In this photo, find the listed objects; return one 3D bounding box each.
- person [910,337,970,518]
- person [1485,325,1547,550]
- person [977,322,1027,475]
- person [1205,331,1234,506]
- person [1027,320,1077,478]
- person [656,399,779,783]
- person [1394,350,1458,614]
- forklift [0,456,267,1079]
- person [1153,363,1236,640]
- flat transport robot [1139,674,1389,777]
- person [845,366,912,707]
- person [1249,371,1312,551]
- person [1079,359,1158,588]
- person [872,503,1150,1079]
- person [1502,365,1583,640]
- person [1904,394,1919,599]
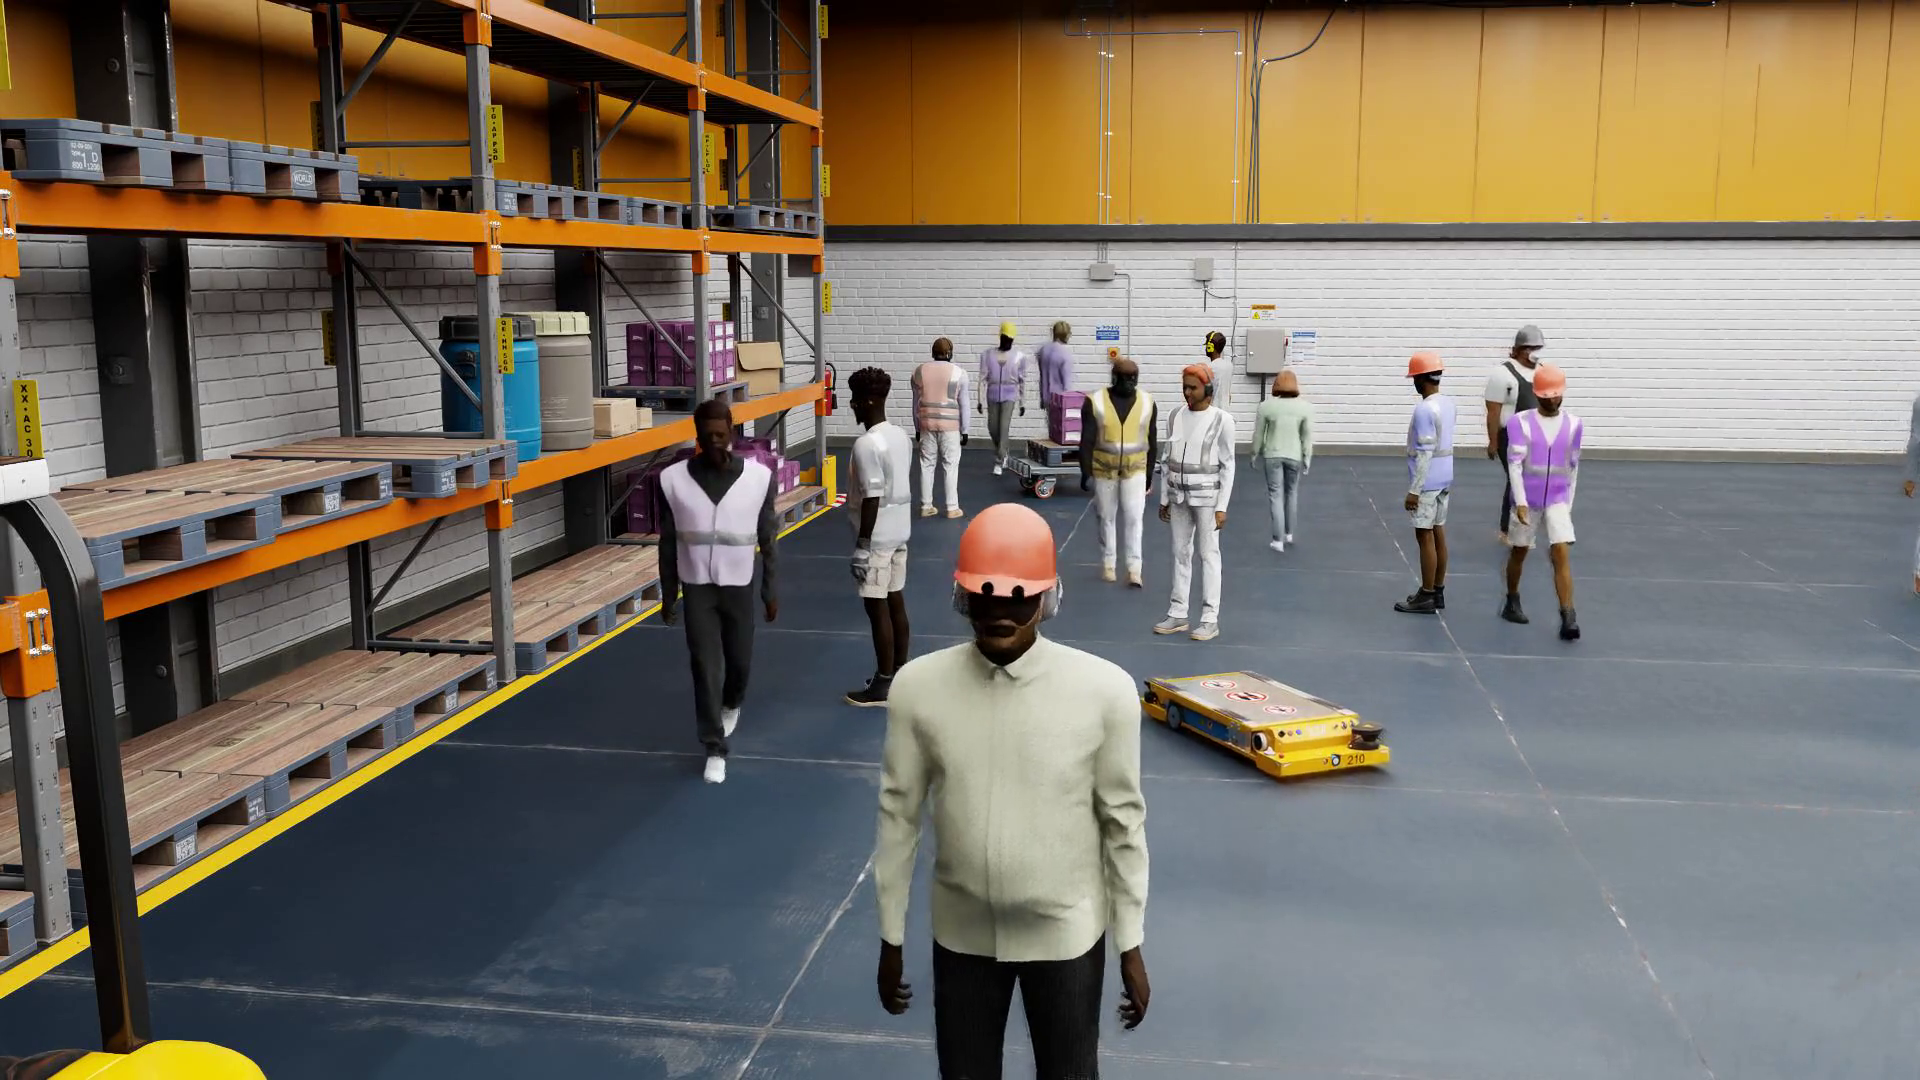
[{"bbox_3d":[-0.187,-1.135,16.908,0.619,1.836,0.431,3,10,18],"label":"person"},{"bbox_3d":[5.138,-0.930,14.984,0.681,2.000,0.809,-5,10,-28],"label":"person"},{"bbox_3d":[0.527,-1.771,20.667,0.607,1.880,0.823,2,9,11],"label":"person"},{"bbox_3d":[2.679,-1.269,17.600,0.328,1.872,0.515,8,12,40],"label":"person"},{"bbox_3d":[1.138,-1.688,20.055,0.570,1.912,0.652,-7,11,-35],"label":"person"},{"bbox_3d":[-1.223,0.212,8.437,0.602,1.888,0.837,-1,9,-8],"label":"person"},{"bbox_3d":[3.407,-0.421,12.190,0.374,1.929,0.542,7,11,35],"label":"person"},{"bbox_3d":[-2.328,0.975,2.765,2.313,2.155,1.214,1,9,9],"label":"forklift"},{"bbox_3d":[1.599,-0.263,11.357,0.575,1.884,0.355,9,13,43],"label":"person"},{"bbox_3d":[1.580,0.944,8.870,0.652,0.197,1.431,-4,10,-23],"label":"flat transport robot"},{"bbox_3d":[-0.477,-0.020,9.601,0.366,1.962,0.614,3,10,18],"label":"person"},{"bbox_3d":[2.902,-0.729,15.102,0.519,1.602,0.763,0,9,-2],"label":"person"},{"bbox_3d":[1.260,-0.517,13.158,0.634,1.798,0.921,0,9,1],"label":"person"},{"bbox_3d":[0.108,0.899,3.855,0.666,1.990,0.409,3,10,16],"label":"person"},{"bbox_3d":[4.036,-0.274,11.530,0.537,1.873,0.984,0,9,2],"label":"person"},{"bbox_3d":[7.405,-0.455,12.381,0.640,1.927,0.437,0,9,2],"label":"person"}]
